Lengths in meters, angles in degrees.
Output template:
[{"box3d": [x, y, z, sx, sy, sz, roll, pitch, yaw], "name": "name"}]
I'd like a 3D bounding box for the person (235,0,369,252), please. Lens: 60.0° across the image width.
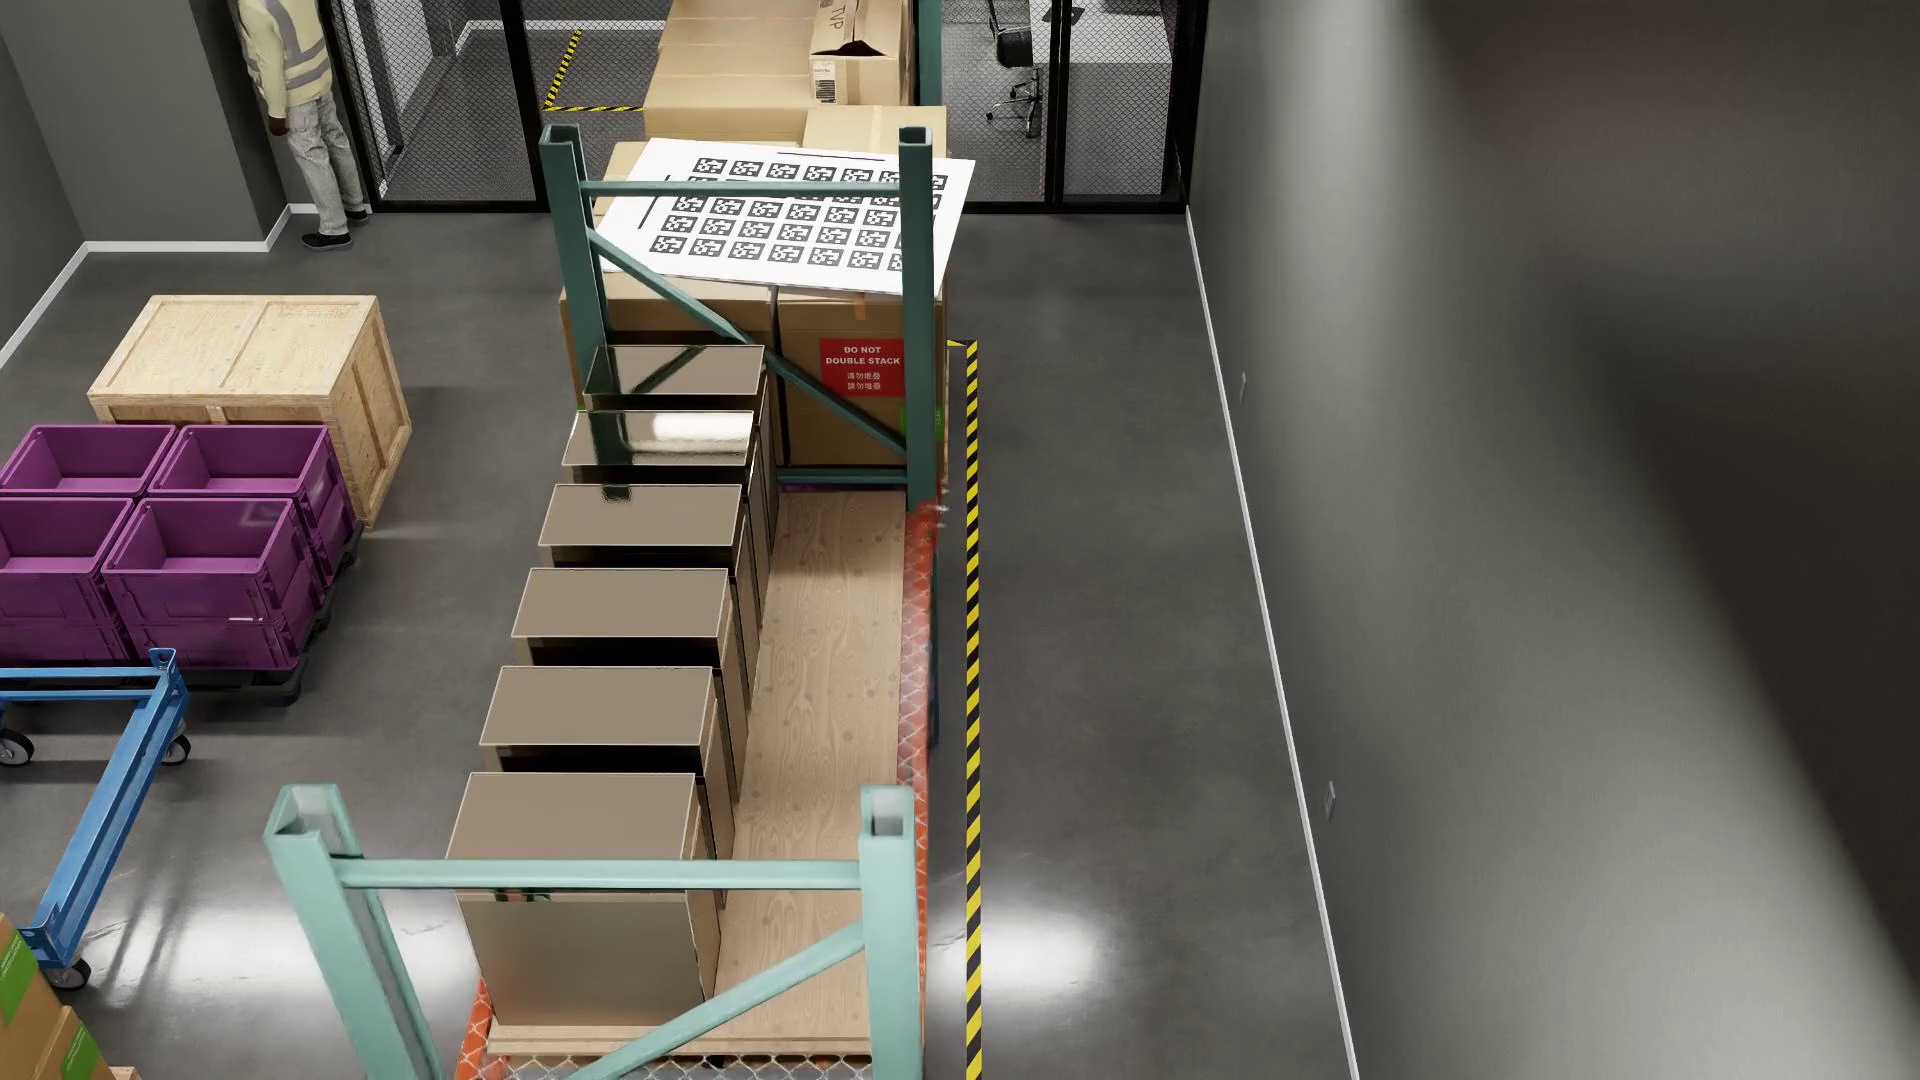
[{"box3d": [-3.485, -2.385, 8.691, 0.404, 1.832, 0.592, 6, 42, 7], "name": "person"}]
